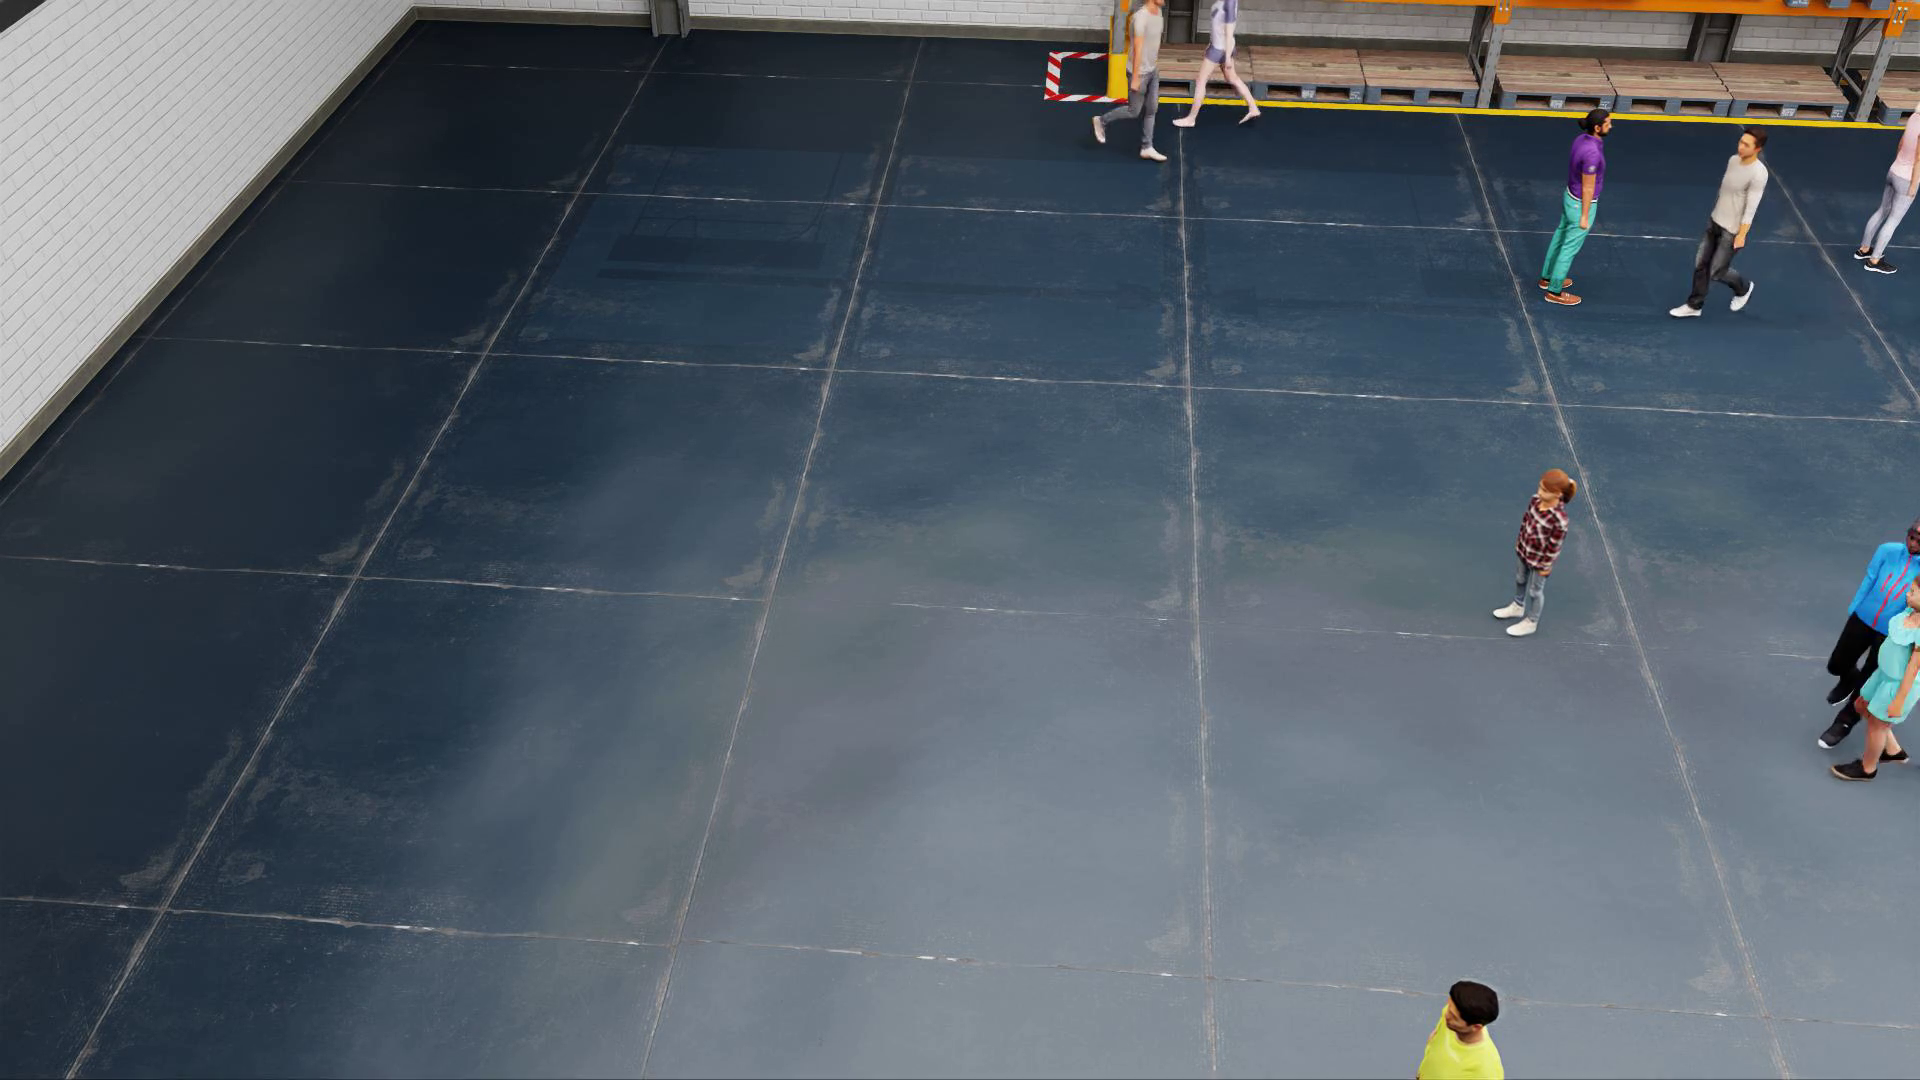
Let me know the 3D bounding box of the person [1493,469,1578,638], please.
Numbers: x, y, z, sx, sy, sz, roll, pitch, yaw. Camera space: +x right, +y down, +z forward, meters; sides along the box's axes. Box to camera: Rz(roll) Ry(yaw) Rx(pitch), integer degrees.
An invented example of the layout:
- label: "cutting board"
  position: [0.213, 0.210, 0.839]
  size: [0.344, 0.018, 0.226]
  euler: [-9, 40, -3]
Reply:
- label: "person"
  position: [3.874, 0.073, 11.113]
  size: [0.606, 1.305, 0.590]
  euler: [-11, 40, -14]

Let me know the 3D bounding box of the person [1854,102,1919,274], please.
- label: "person"
  position: [8.484, -3.261, 14.951]
  size: [0.494, 1.725, 0.551]
  euler: [2, 39, 3]

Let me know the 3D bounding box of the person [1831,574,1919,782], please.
- label: "person"
  position: [5.681, 0.843, 9.955]
  size: [0.699, 1.547, 0.676]
  euler: [8, 39, 10]

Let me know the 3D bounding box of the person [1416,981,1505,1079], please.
- label: "person"
  position: [2.251, 2.589, 7.640]
  size: [0.609, 1.708, 0.674]
  euler: [-7, 39, -9]

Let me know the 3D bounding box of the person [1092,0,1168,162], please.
- label: "person"
  position: [1.749, -4.712, 16.648]
  size: [1.174, 1.876, 0.980]
  euler: [22, 43, 25]

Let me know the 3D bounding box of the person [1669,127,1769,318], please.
- label: "person"
  position: [6.629, -2.678, 14.168]
  size: [1.005, 1.792, 0.819]
  euler: [-6, 39, -7]

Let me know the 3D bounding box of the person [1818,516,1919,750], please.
- label: "person"
  position: [5.698, 0.519, 10.169]
  size: [0.923, 1.786, 0.855]
  euler: [-23, 44, -26]

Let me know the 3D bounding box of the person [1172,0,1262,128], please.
- label: "person"
  position: [2.803, -5.083, 17.233]
  size: [1.154, 1.724, 0.632]
  euler: [6, 39, 8]

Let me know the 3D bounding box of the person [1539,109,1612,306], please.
- label: "person"
  position: [5.374, -2.924, 14.494]
  size: [0.572, 1.768, 0.621]
  euler: [2, 39, 2]
